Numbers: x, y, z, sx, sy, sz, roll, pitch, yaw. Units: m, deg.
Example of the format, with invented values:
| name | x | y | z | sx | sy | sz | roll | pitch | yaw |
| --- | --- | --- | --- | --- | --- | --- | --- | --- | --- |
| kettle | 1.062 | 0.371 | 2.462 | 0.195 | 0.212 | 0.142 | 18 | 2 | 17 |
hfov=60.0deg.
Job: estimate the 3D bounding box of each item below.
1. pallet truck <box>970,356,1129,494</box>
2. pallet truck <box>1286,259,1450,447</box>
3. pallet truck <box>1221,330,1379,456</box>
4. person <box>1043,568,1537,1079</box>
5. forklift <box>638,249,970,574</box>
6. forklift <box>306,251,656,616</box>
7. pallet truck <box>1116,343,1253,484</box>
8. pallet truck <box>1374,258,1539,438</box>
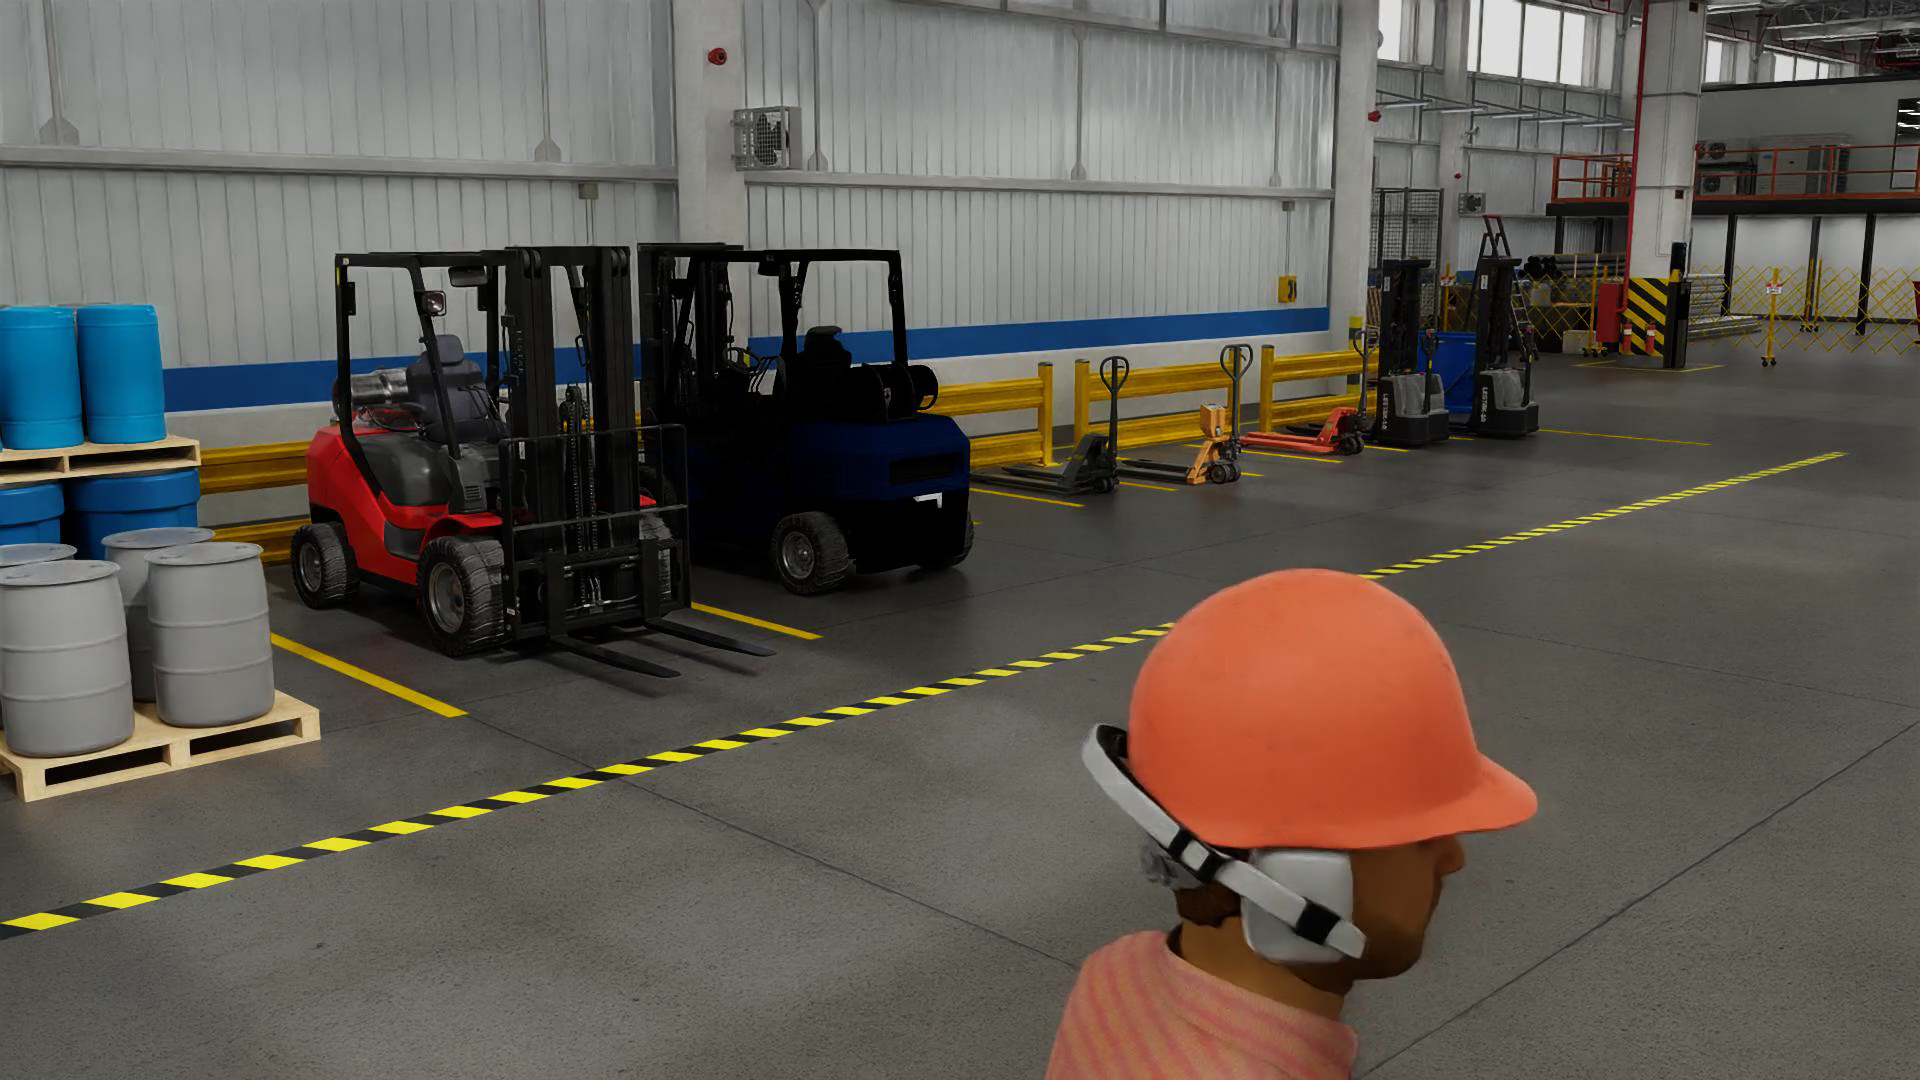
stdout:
| name | x | y | z | sx | sy | sz | roll | pitch | yaw |
| --- | --- | --- | --- | --- | --- | --- | --- | --- | --- |
| pallet truck | 0.784 | -1.085 | 14.876 | 0.680 | 1.201 | 1.601 | -10 | 14 | -44 |
| pallet truck | 4.493 | -2.078 | 18.196 | 0.823 | 1.965 | 1.885 | -9 | 14 | -40 |
| pallet truck | 3.563 | -1.581 | 17.381 | 0.653 | 1.274 | 1.630 | -10 | 14 | -44 |
| person | 0.231 | 1.004 | 1.394 | 0.391 | 1.995 | 0.613 | -1 | 10 | -8 |
| forklift | -1.173 | -0.958 | 11.239 | 2.680 | 1.987 | 1.157 | 10 | 14 | 43 |
| forklift | -2.833 | -0.669 | 9.694 | 1.157 | 1.987 | 2.680 | -10 | 14 | -44 |
| pallet truck | 1.962 | -1.215 | 15.415 | 1.522 | 1.261 | 0.704 | 10 | 14 | 43 |
| pallet truck | 5.704 | -2.208 | 18.901 | 1.885 | 1.965 | 0.823 | 10 | 14 | 43 |
